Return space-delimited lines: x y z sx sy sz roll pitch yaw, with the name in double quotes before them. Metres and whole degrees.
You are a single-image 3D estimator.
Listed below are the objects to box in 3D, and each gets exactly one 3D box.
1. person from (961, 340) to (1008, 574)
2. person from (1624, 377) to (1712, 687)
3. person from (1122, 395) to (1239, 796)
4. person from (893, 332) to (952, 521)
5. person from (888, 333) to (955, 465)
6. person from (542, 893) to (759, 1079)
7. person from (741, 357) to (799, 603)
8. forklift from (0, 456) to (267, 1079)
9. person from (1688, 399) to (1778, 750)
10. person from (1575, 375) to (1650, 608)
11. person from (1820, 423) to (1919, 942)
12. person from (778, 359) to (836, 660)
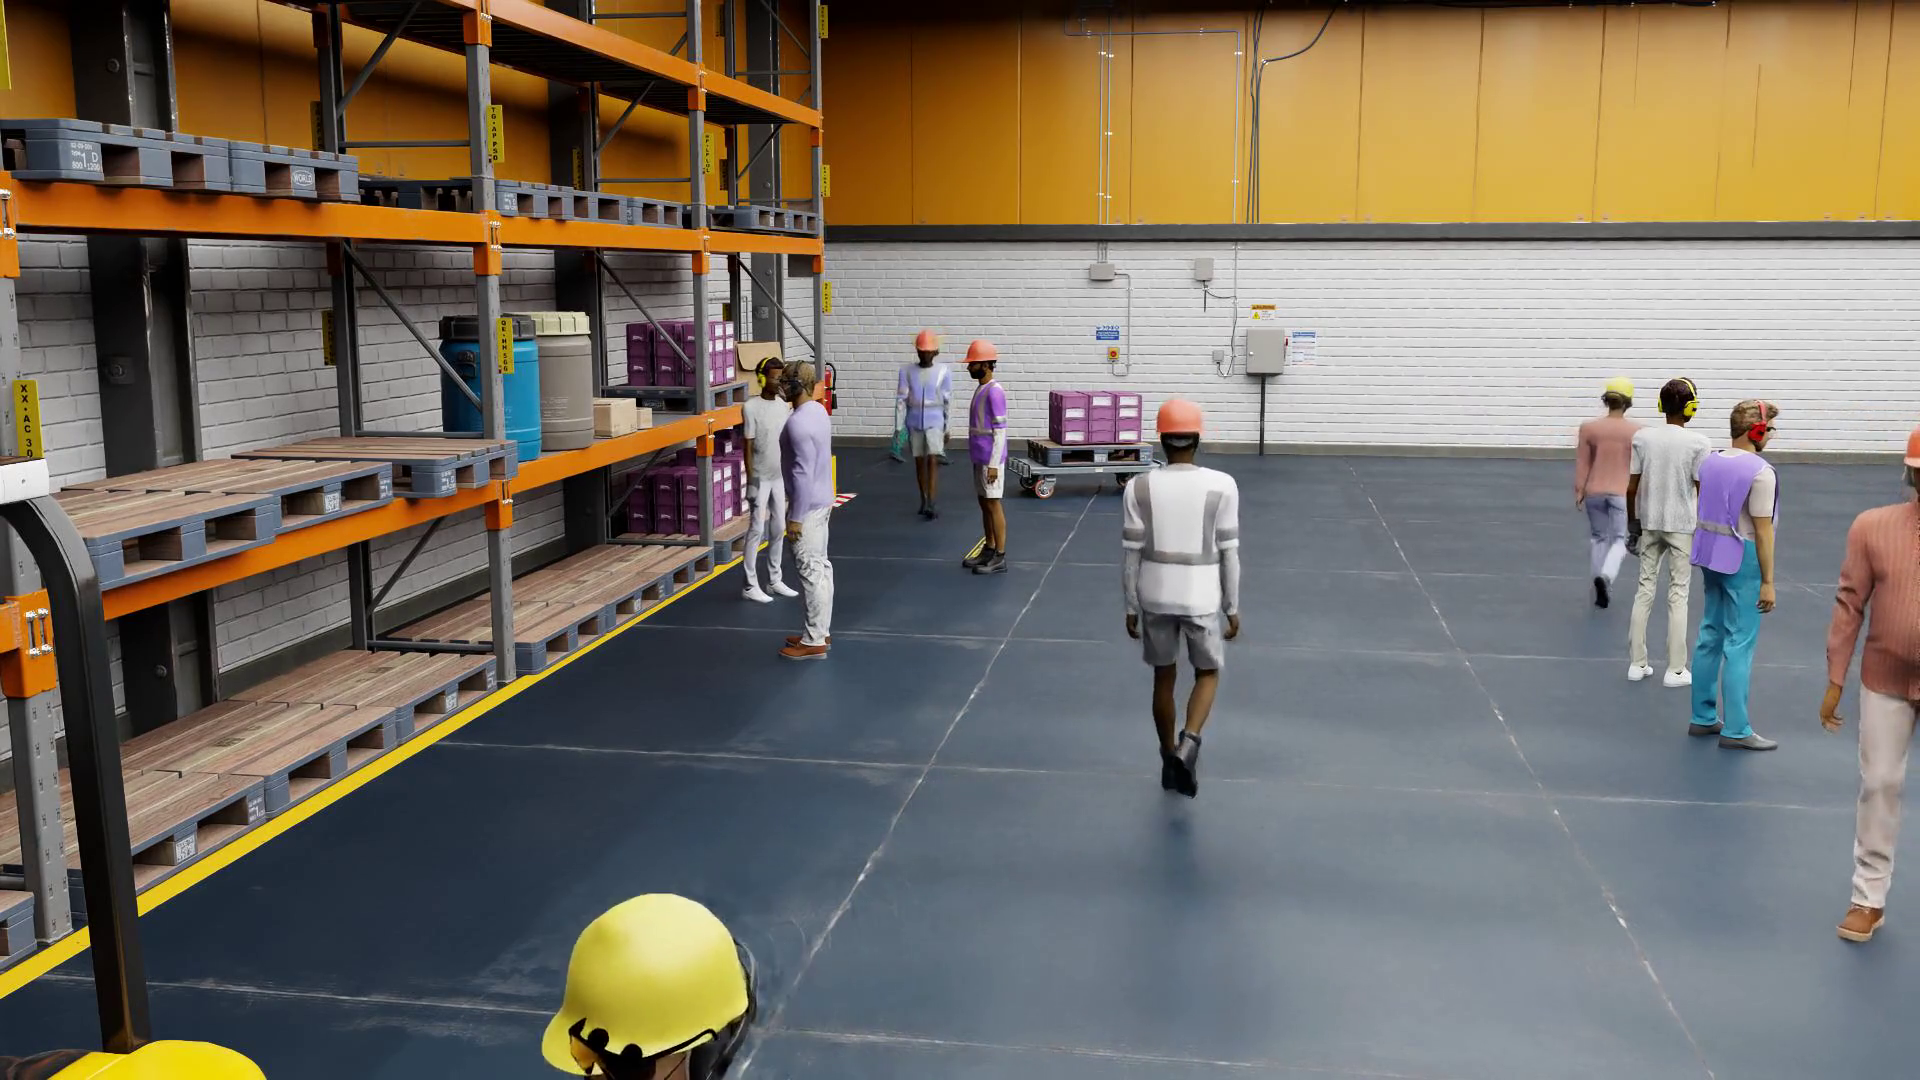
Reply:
"person" 0.199 -0.682 13.770 0.377 1.936 0.547 -2 9 -13
"person" 4.293 -0.046 10.076 0.315 1.865 0.533 -8 12 -41
"person" 1.034 0.283 7.857 0.567 1.923 0.644 2 9 14
"person" -0.374 -1.149 16.786 0.572 1.883 0.975 1 9 6
"person" -0.519 -1.822 21.517 0.874 1.710 0.577 4 10 21
"person" -0.405 1.298 2.150 0.845 1.728 0.542 -9 13 -44
"person" -1.455 -0.458 12.650 0.320 1.860 0.505 7 11 36
"forklift" -2.328 0.975 2.765 2.313 2.155 1.214 1 9 9
"person" 4.075 0.179 8.765 0.390 1.839 0.564 -2 9 -10
"person" 4.782 -0.338 12.256 0.529 1.749 0.648 6 11 34
"person" 3.552 0.528 6.153 0.637 1.993 0.397 8 12 41
"person" -1.000 -0.193 10.751 0.376 1.940 0.627 1 9 7
